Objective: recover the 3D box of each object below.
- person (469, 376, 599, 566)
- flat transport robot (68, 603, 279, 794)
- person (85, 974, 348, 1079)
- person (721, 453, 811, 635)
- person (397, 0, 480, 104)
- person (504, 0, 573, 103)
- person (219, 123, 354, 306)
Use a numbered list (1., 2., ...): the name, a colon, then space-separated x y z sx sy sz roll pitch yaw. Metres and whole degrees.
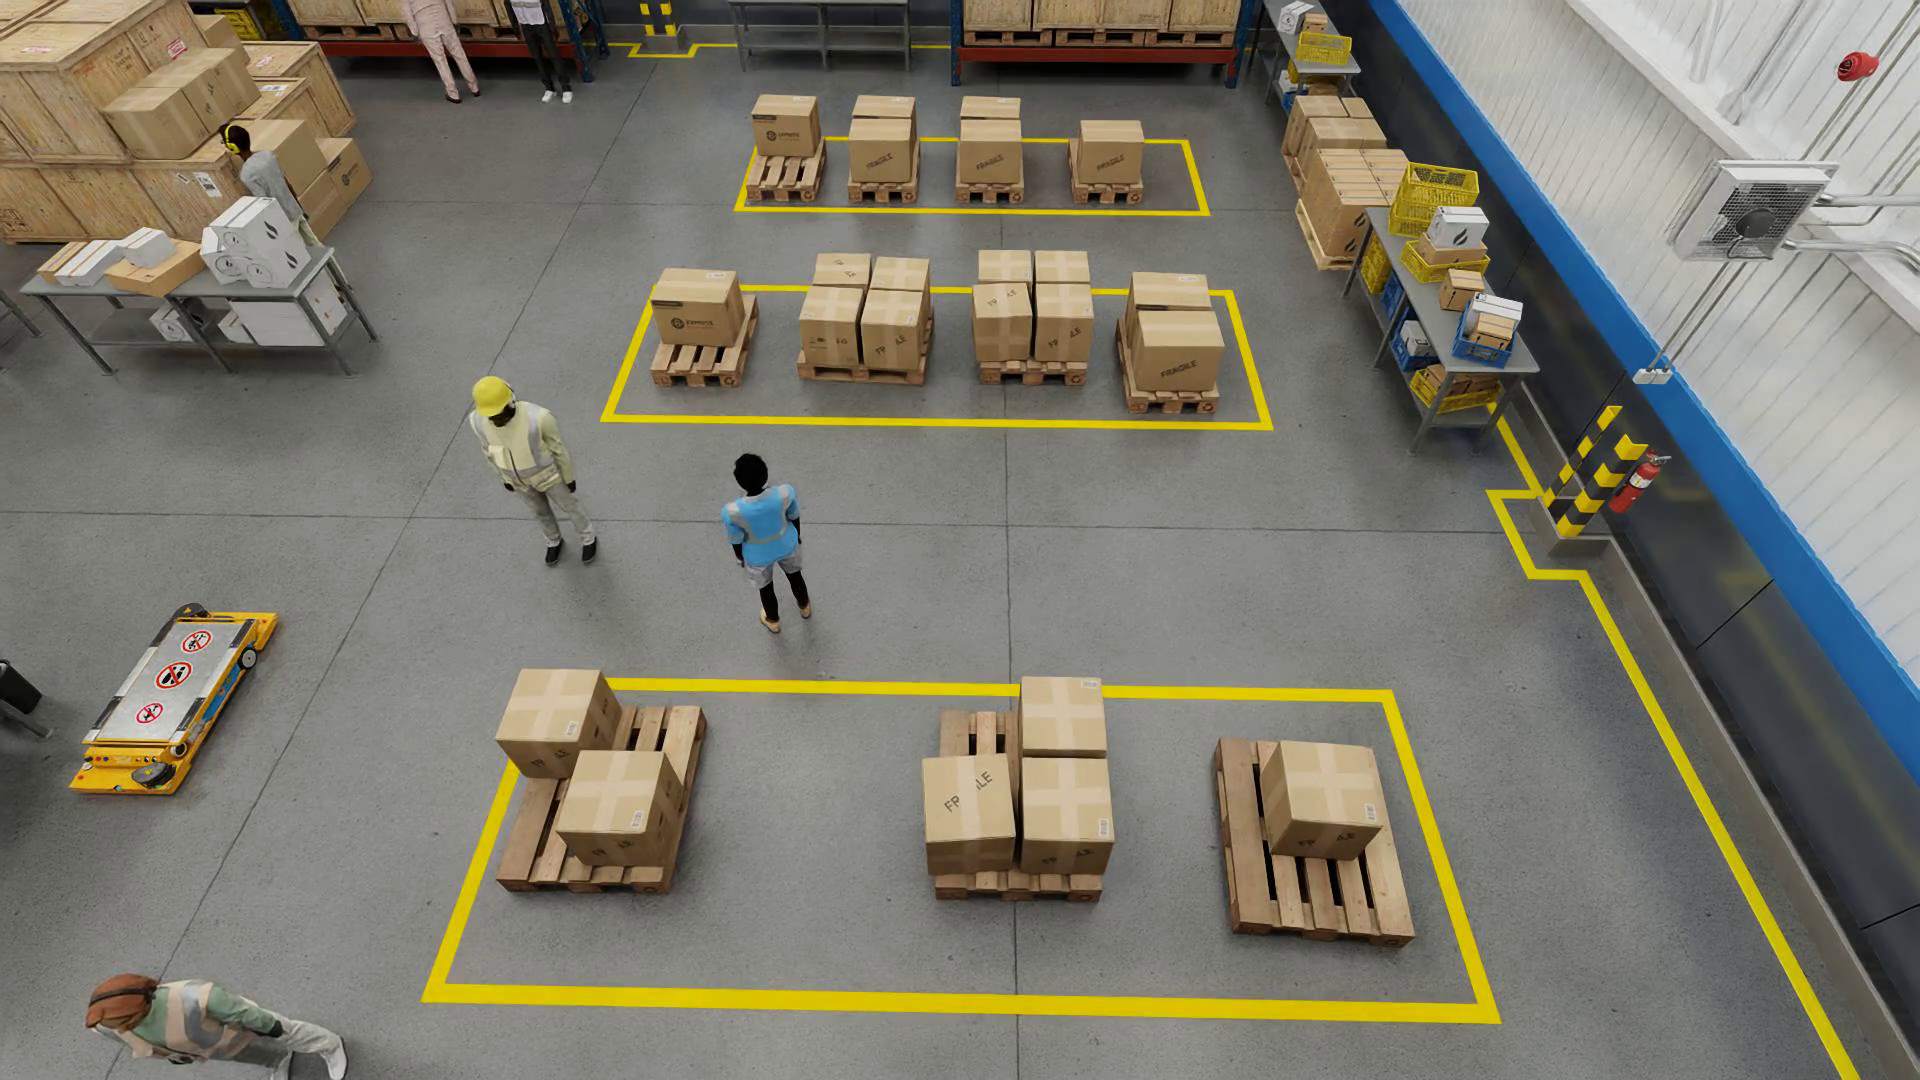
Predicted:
1. person: -3.138 -0.488 6.755 0.580 1.822 0.403 -1 50 0
2. flat transport robot: -5.504 1.072 6.442 0.652 0.197 1.431 1 50 1
3. person: -3.577 2.394 4.439 0.516 1.633 0.317 -10 51 -9
4. person: -1.327 0.044 6.381 0.536 1.700 0.318 -24 54 -19
5. person: -6.906 -6.760 12.005 0.642 1.910 0.401 -34 58 -25
6. person: -5.578 -6.750 11.999 0.597 1.908 0.409 1 50 1
7. person: -6.589 -3.134 8.960 0.328 1.874 0.521 1 50 1
